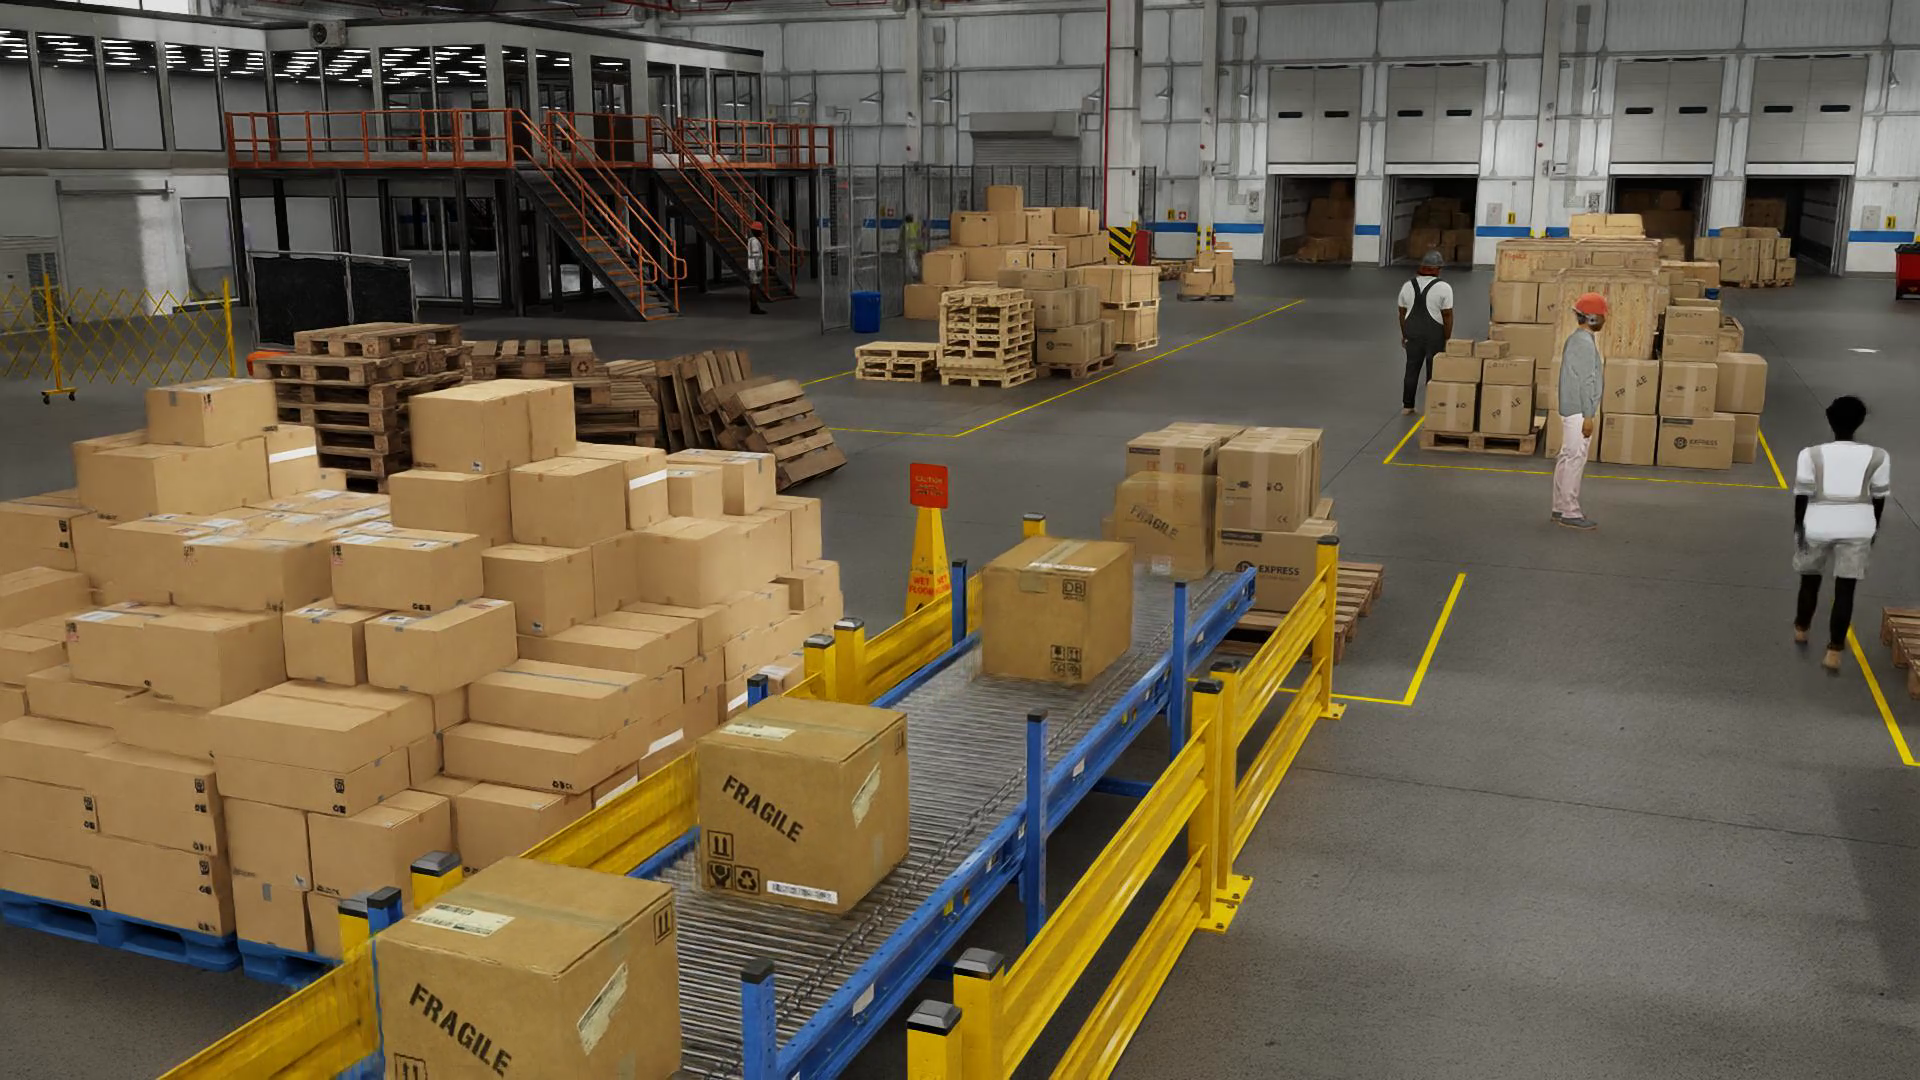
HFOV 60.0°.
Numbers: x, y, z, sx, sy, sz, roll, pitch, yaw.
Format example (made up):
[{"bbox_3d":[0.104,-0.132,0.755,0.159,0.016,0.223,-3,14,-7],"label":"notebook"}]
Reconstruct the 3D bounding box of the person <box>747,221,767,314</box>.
[{"bbox_3d":[-4.278,-5.715,34.965,0.362,1.934,0.543,-4,13,-17],"label":"person"}]

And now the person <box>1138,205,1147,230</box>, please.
[{"bbox_3d":[5.614,-9.568,52.247,0.552,1.927,0.630,7,14,28],"label":"person"}]

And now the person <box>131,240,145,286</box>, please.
[{"bbox_3d":[-19.437,-6.648,39.404,0.985,1.827,0.519,-9,16,-36],"label":"person"}]

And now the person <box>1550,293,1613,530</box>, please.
[{"bbox_3d":[5.260,-1.090,14.079,0.389,1.991,0.622,1,13,6],"label":"person"}]

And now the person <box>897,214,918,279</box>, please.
[{"bbox_3d":[-1.381,-8.081,45.892,0.610,1.803,0.871,-9,15,-34],"label":"person"}]

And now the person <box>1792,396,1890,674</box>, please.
[{"bbox_3d":[5.375,-0.058,10.204,0.538,1.645,0.884,5,14,23],"label":"person"}]

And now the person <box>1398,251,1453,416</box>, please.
[{"bbox_3d":[5.753,-2.528,20.426,0.688,2.000,0.536,11,17,41],"label":"person"}]

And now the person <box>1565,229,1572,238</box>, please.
[{"bbox_3d":[11.658,-5.052,32.041,0.635,1.903,0.863,-9,15,-34],"label":"person"}]
